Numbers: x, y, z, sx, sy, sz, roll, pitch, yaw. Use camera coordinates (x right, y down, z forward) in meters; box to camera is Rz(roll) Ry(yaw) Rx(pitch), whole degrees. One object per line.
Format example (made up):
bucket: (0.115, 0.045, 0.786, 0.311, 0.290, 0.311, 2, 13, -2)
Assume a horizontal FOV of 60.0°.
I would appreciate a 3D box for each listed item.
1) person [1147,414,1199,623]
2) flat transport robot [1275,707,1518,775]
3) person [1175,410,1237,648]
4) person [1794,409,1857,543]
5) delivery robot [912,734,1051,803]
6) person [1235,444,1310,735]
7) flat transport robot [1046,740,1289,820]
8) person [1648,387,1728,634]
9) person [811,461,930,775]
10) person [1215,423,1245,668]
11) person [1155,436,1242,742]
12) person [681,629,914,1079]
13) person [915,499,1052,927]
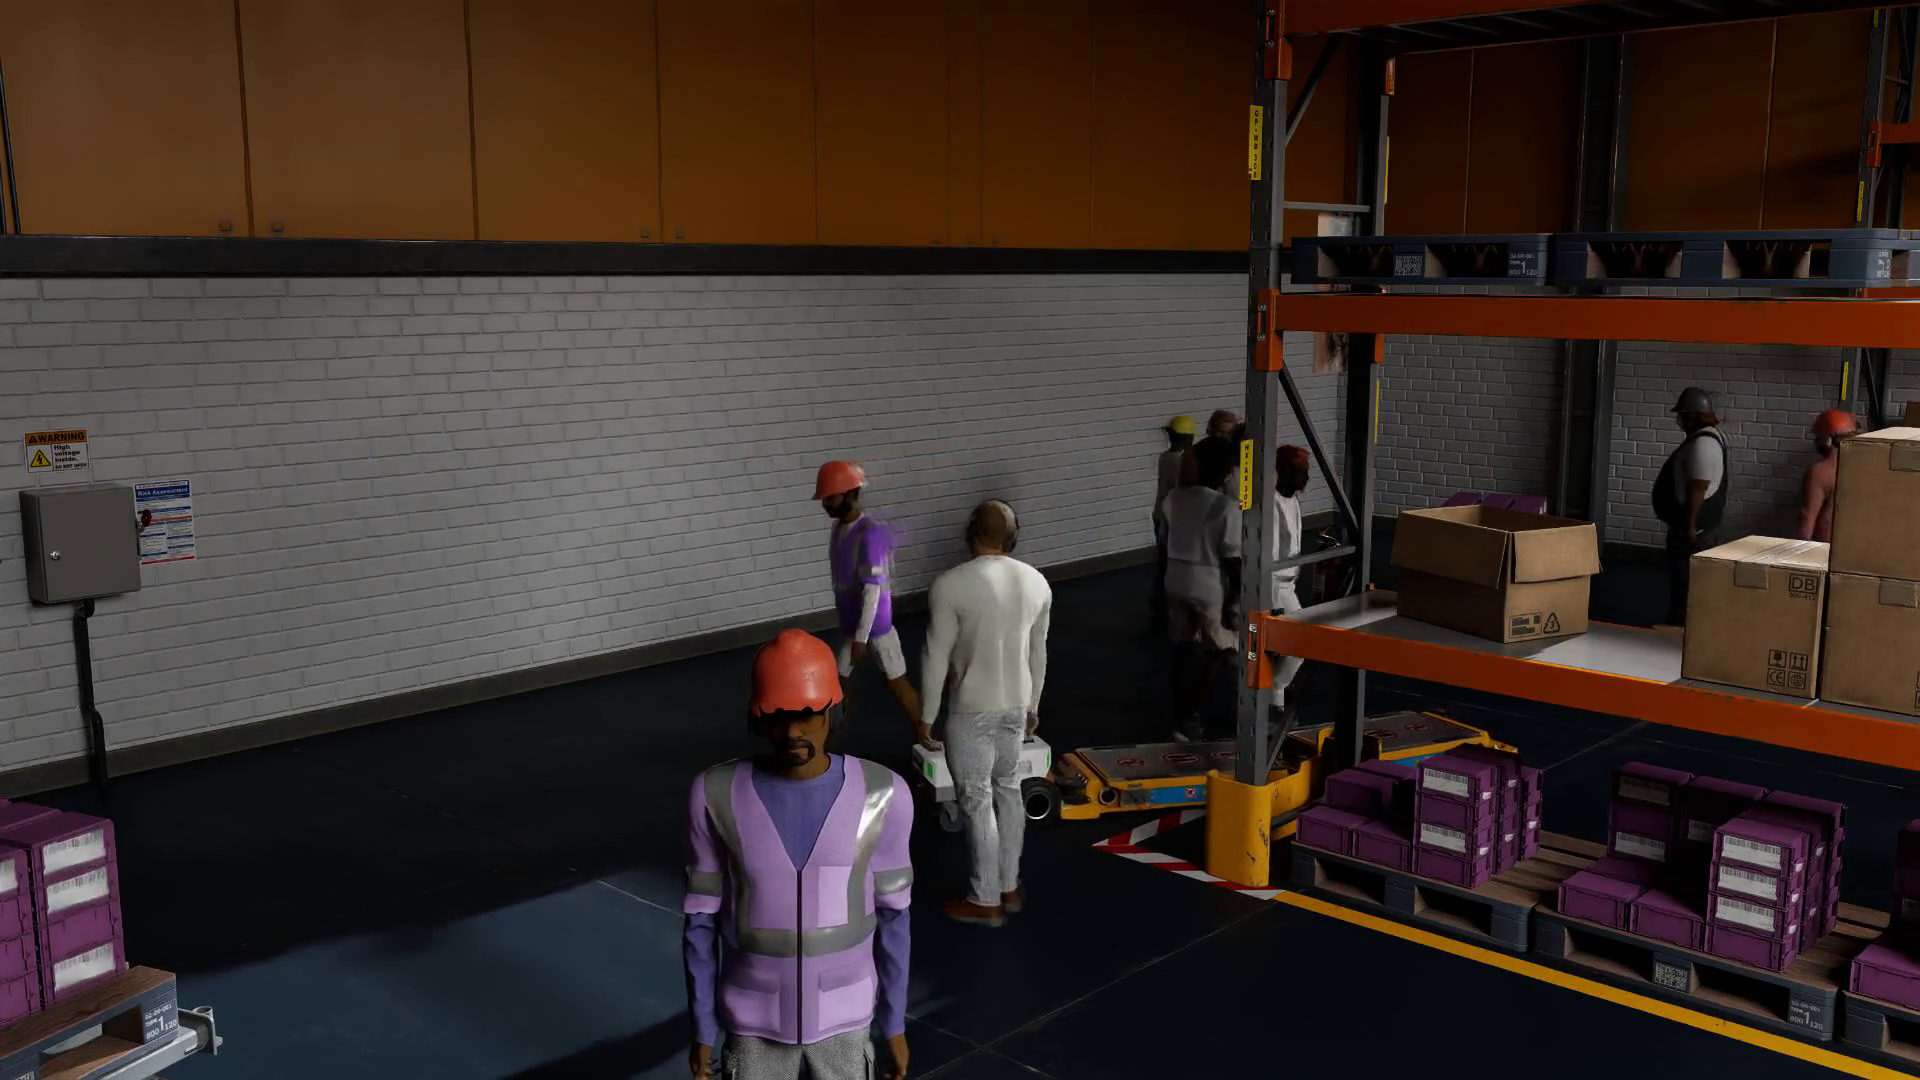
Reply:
person: (1.768, -0.162, 13.765, 0.426, 1.748, 0.568, -2, 10, -15)
flat transport robot: (2.526, 1.225, 9.813, 1.431, 0.197, 0.652, -5, 10, -27)
person: (2.023, -0.102, 13.060, 0.684, 1.871, 0.694, 3, 10, 18)
person: (6.147, 0.080, 11.625, 0.633, 1.974, 0.727, -5, 11, -29)
delivery robot: (0.112, 1.192, 8.863, 0.707, 0.478, 0.477, -3, 10, -16)
person: (1.995, 0.322, 10.484, 0.524, 1.860, 0.658, 5, 10, 28)
flat transport robot: (1.157, 1.315, 9.261, 1.431, 0.197, 0.652, -2, 10, -13)
person: (5.861, -0.225, 13.294, 0.624, 2.000, 0.701, 6, 11, 31)
person: (-0.558, 0.475, 9.533, 1.025, 1.876, 0.626, -6, 11, -34)
person: (2.035, 0.022, 12.417, 0.546, 1.836, 0.719, -4, 10, -23)
person: (1.417, 0.327, 10.243, 0.582, 1.944, 0.656, -9, 13, -43)
person: (-0.416, 1.232, 4.350, 0.606, 2.044, 0.373, -1, 9, -7)
person: (0.139, 0.782, 7.547, 0.677, 1.907, 0.433, -7, 12, -37)
